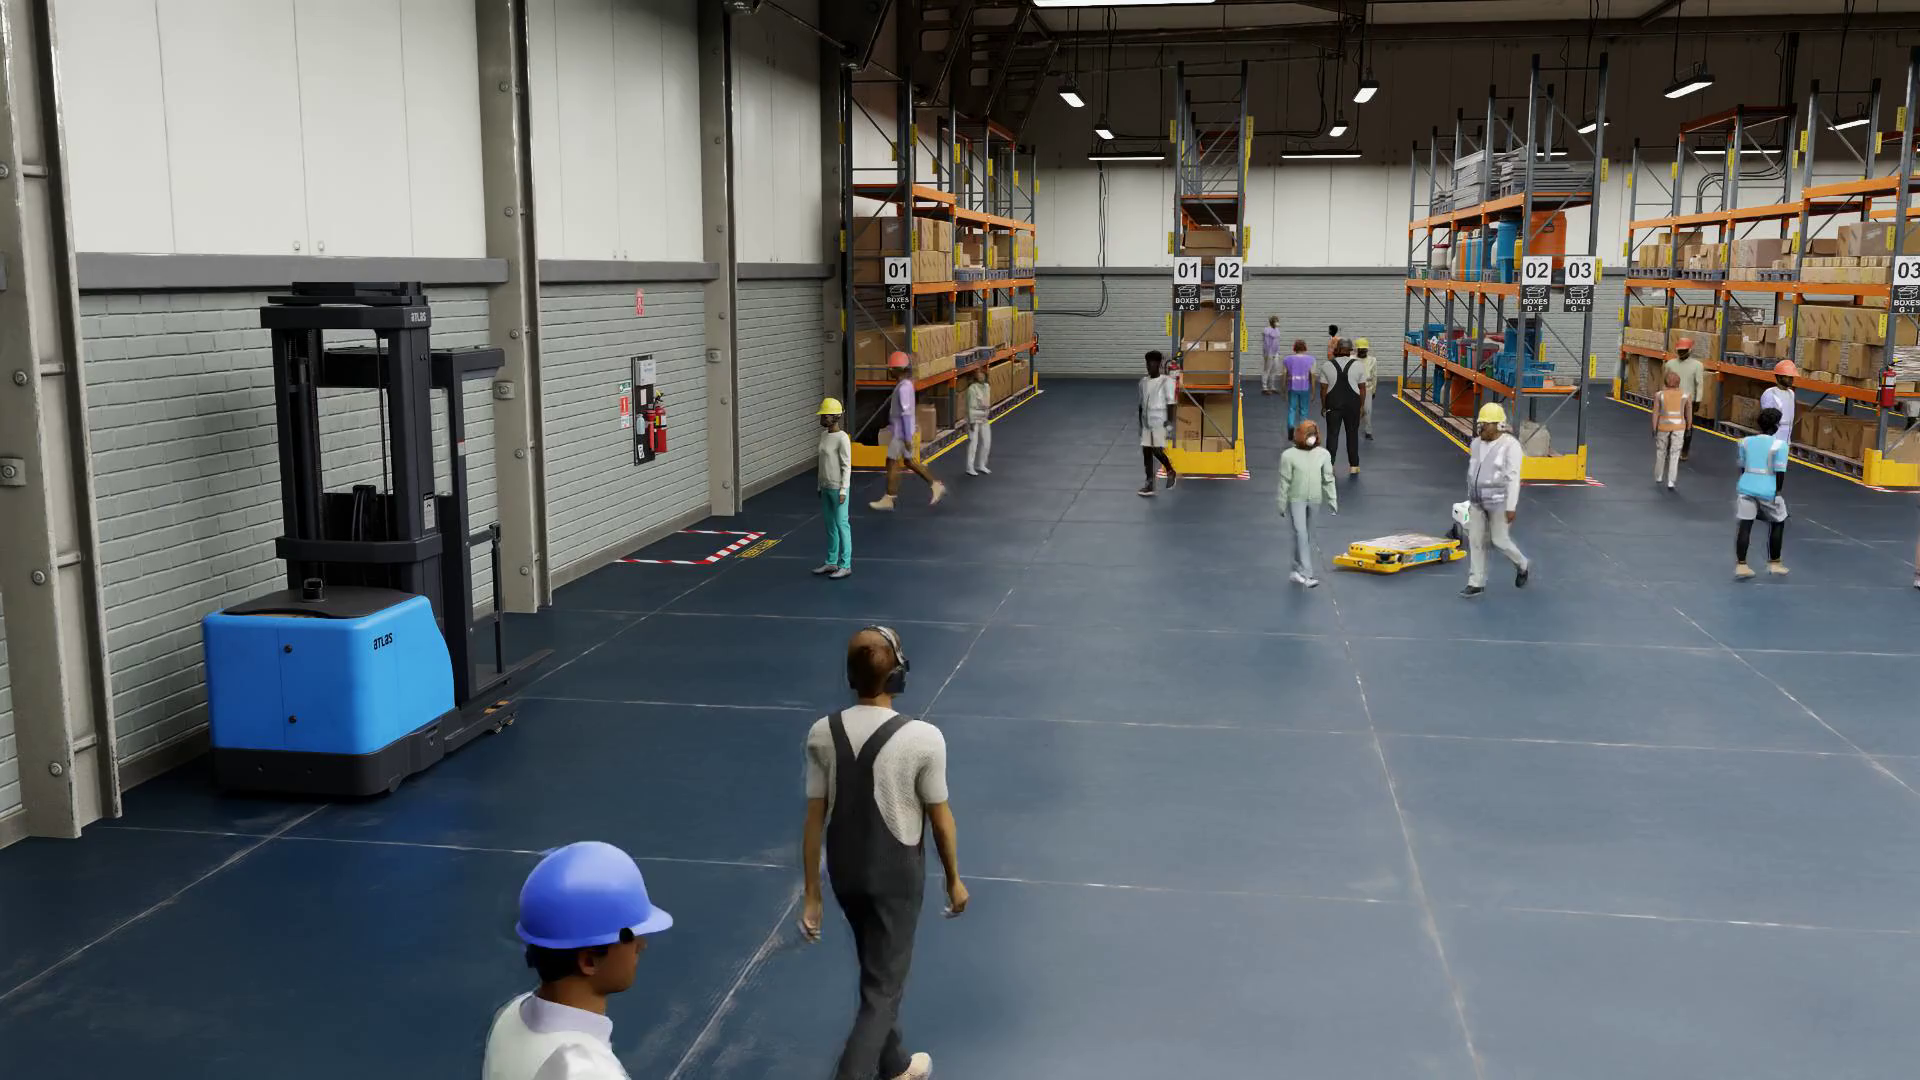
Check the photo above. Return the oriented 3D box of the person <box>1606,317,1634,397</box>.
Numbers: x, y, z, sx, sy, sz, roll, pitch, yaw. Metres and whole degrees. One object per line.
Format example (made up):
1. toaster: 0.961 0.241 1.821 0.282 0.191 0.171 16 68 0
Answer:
1. person: 15.934 -4.367 39.666 0.819 1.924 0.623 -1 9 -9

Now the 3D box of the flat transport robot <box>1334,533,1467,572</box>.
1. flat transport robot: 4.568 0.119 17.208 1.431 0.197 0.652 -8 12 -41

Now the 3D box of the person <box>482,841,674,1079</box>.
1. person: -0.824 1.539 3.275 0.921 1.919 0.604 -4 10 -23

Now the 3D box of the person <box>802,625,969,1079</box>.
1. person: -0.311 1.199 5.710 0.508 1.813 0.911 5 10 28

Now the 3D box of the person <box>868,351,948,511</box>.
1. person: -0.651 -1.372 20.946 0.945 2.019 0.607 1 9 5

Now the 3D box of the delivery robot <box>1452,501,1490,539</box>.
1. delivery robot: 5.683 -0.264 18.404 0.477 0.478 0.707 1 9 6

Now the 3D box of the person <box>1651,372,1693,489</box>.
1. person: 9.924 -1.535 23.200 0.521 1.599 0.821 4 10 25

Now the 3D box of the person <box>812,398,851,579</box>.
1. person: -1.256 -0.513 16.372 0.314 1.769 0.524 -6 11 -33

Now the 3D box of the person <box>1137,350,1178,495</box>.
1. person: 2.639 -1.577 22.350 0.531 1.955 0.626 -8 12 -42

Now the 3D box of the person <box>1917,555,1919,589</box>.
1. person: 9.273 -0.421 15.436 0.668 1.883 0.664 -3 10 -18

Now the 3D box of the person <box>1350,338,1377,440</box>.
1. person: 7.105 -2.653 29.454 0.604 1.809 0.719 1 9 4

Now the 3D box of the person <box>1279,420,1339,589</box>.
1. person: 3.318 -0.336 15.805 0.518 1.589 0.831 -2 9 -13

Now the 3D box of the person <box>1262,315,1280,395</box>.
1. person: 7.574 -4.508 40.488 0.354 1.936 0.636 8 12 41

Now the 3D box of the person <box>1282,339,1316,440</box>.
1. person: 5.929 -2.608 29.125 0.575 1.828 0.628 2 10 15

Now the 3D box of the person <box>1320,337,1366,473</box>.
1. person: 5.728 -2.008 24.882 0.673 2.000 0.535 3 10 17

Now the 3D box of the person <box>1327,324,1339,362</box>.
1. person: 9.334 -4.520 41.348 0.566 1.676 0.539 0 9 -2

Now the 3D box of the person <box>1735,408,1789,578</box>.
1. person: 7.921 -0.465 16.343 0.693 1.669 0.544 -6 11 -33

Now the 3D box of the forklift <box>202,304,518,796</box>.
1. forklift: -3.673 -0.038 10.147 1.129 2.768 1.873 1 9 9

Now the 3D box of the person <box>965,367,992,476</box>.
1. person: 0.248 -1.739 24.394 0.490 1.610 0.532 9 13 43

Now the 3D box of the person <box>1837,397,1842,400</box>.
1. person: 20.924 -4.051 38.703 0.707 1.606 0.500 2 9 12

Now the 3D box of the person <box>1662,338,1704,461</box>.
1. person: 11.400 -2.215 26.313 0.649 1.939 1.006 7 12 38

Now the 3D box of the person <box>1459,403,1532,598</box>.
1. person: 4.974 -0.374 15.398 0.666 1.816 0.606 -5 11 -30

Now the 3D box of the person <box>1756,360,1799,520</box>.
1. person: 9.932 -1.213 20.167 0.551 1.934 0.373 -6 11 -32

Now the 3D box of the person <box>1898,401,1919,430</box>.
1. person: 15.324 -2.292 26.546 0.645 2.023 0.440 2 9 13
